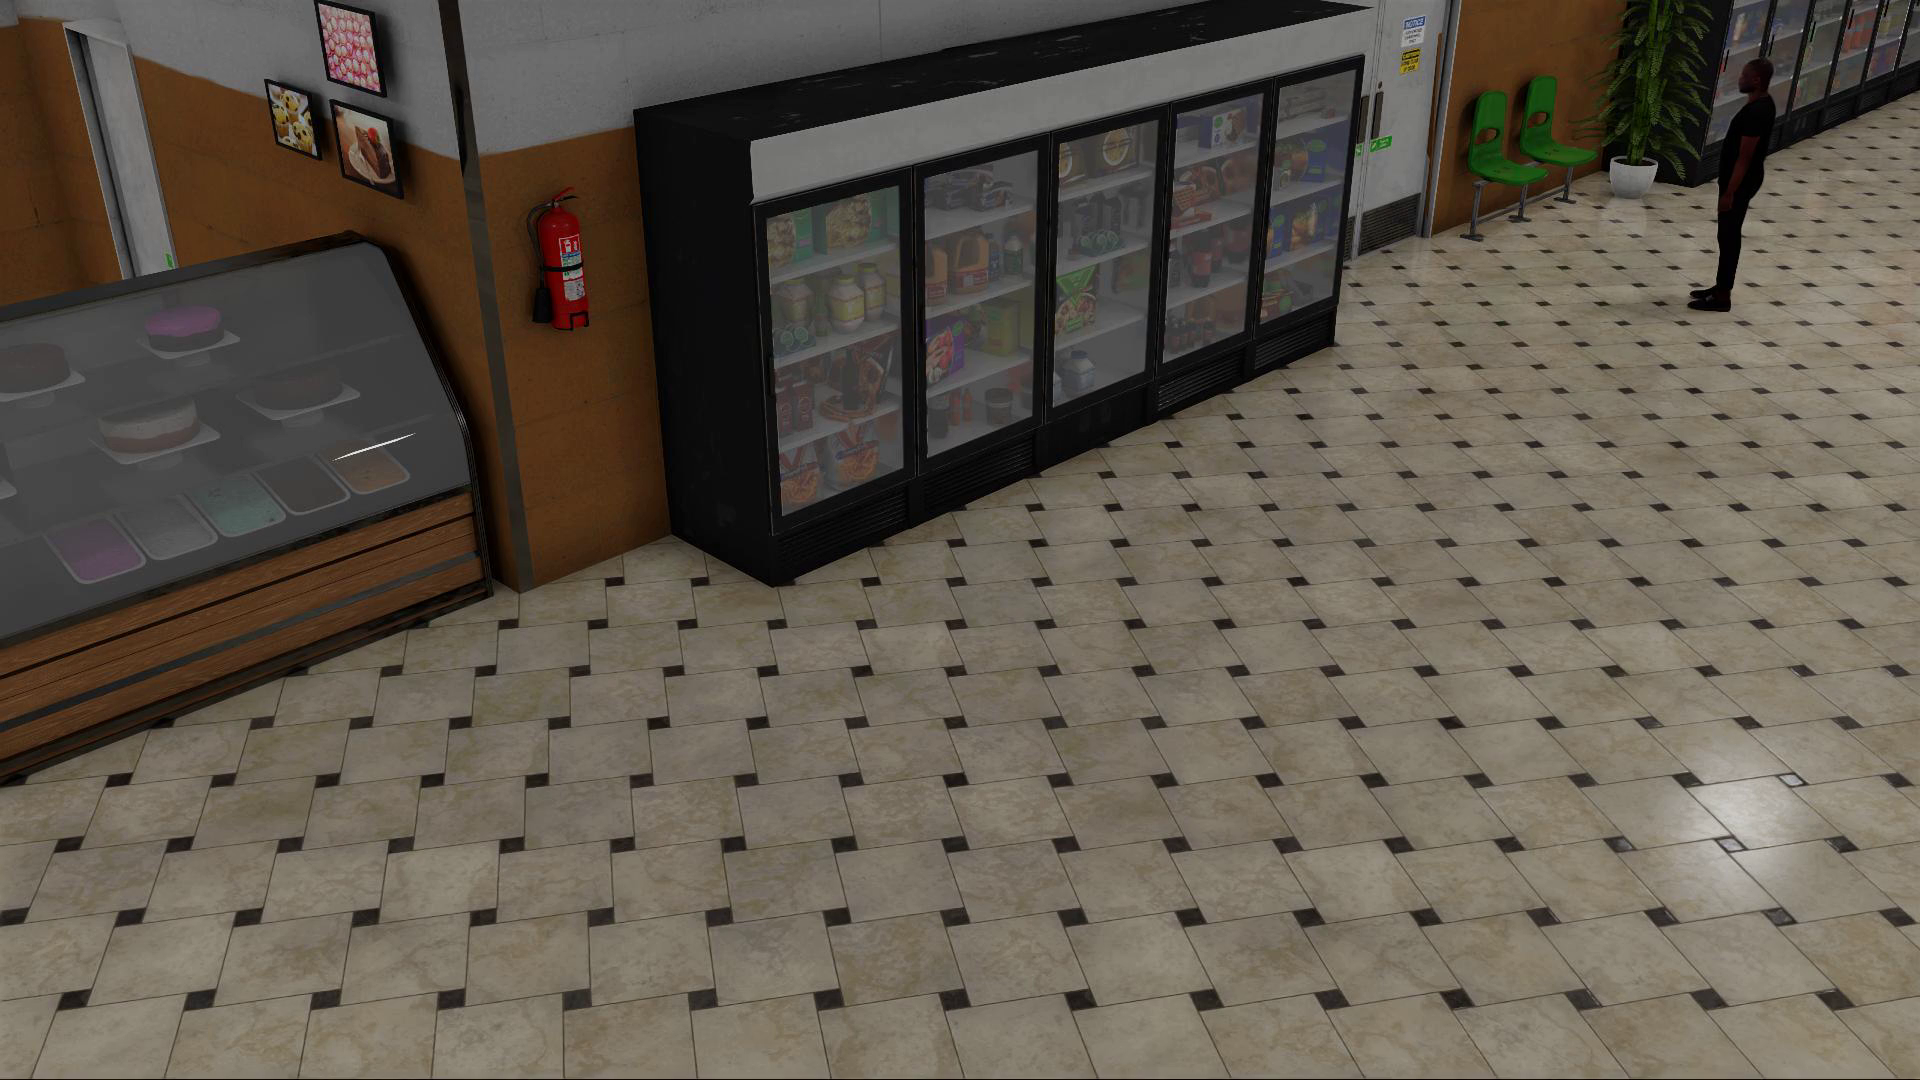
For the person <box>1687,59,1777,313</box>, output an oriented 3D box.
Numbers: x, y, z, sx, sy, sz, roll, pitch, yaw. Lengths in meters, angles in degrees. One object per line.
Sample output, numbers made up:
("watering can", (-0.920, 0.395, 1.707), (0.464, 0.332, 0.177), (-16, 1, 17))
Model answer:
("person", (5.662, -2.575, 12.094), (0.681, 1.819, 0.731), (13, 30, 23))
